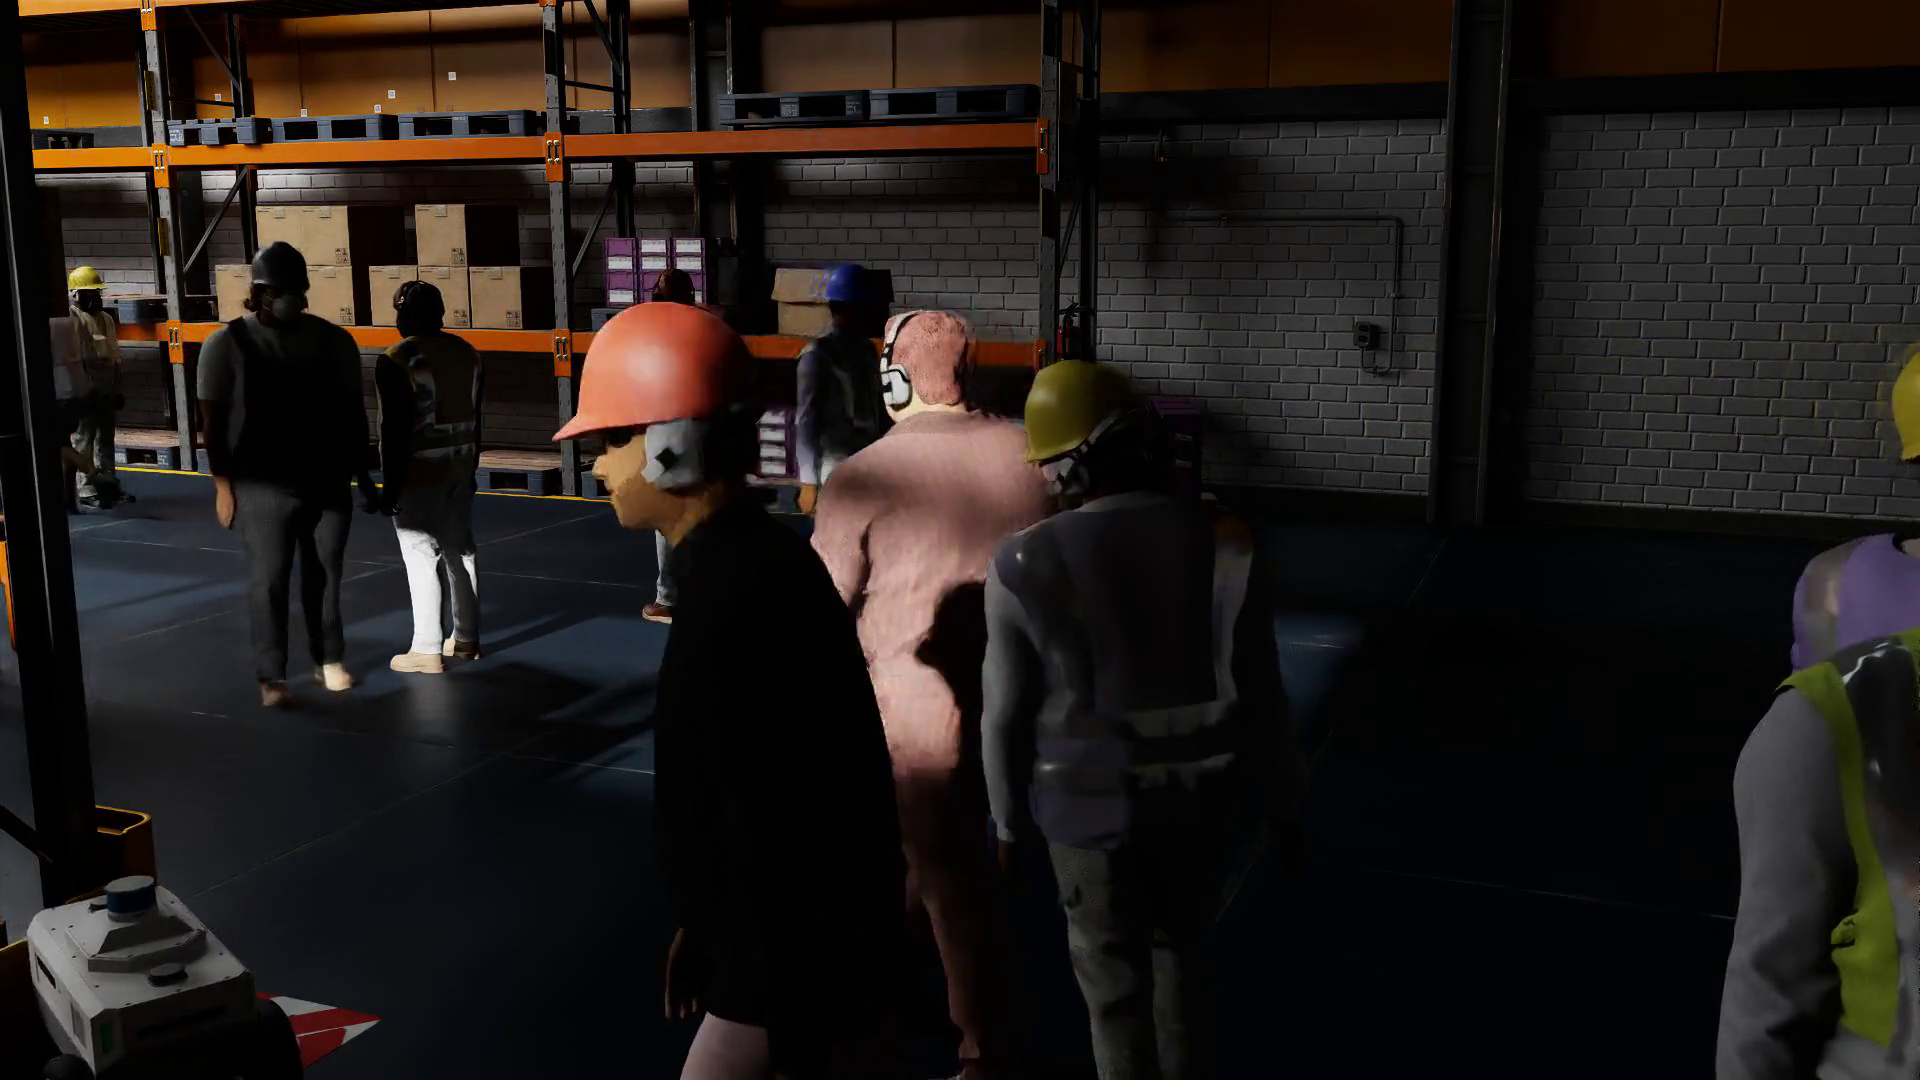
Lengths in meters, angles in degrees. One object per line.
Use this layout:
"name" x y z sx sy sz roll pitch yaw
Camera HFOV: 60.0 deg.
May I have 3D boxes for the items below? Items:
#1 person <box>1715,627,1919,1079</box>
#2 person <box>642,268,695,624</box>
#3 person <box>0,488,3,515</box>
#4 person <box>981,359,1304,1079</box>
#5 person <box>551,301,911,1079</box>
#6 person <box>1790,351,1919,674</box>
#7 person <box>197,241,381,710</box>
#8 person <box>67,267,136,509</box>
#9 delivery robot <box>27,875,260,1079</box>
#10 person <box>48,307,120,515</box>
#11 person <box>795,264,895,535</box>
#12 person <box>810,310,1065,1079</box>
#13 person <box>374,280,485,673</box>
"person" 1.174 0.782 1.878 0.619 1.838 0.430 1 10 4
"person" -1.499 -0.496 8.868 0.584 1.881 0.349 -8 13 -39
"person" -4.665 -0.277 7.602 0.917 1.908 0.631 9 14 42
"person" 0.347 0.524 3.442 0.650 1.786 0.592 -2 10 -11
"person" -0.347 0.627 2.465 1.008 1.929 0.628 0 10 0
"person" 1.638 0.622 2.639 0.781 1.881 0.604 -5 11 -26
"person" -2.933 -0.303 7.348 0.692 2.000 0.536 -8 13 -39
"person" -6.604 -1.159 12.693 0.404 1.833 0.590 1 10 8
"delivery robot" -1.901 1.021 3.851 0.477 0.478 0.707 -8 13 -39
"person" -6.546 -1.091 12.170 0.732 1.900 0.553 3 11 14
"person" -0.437 -0.332 7.856 0.929 1.902 0.626 4 11 21
"person" -0.110 0.394 3.973 0.674 1.852 0.968 -7 13 -36
"person" -2.518 -0.296 7.866 0.429 1.842 0.637 4 11 23
